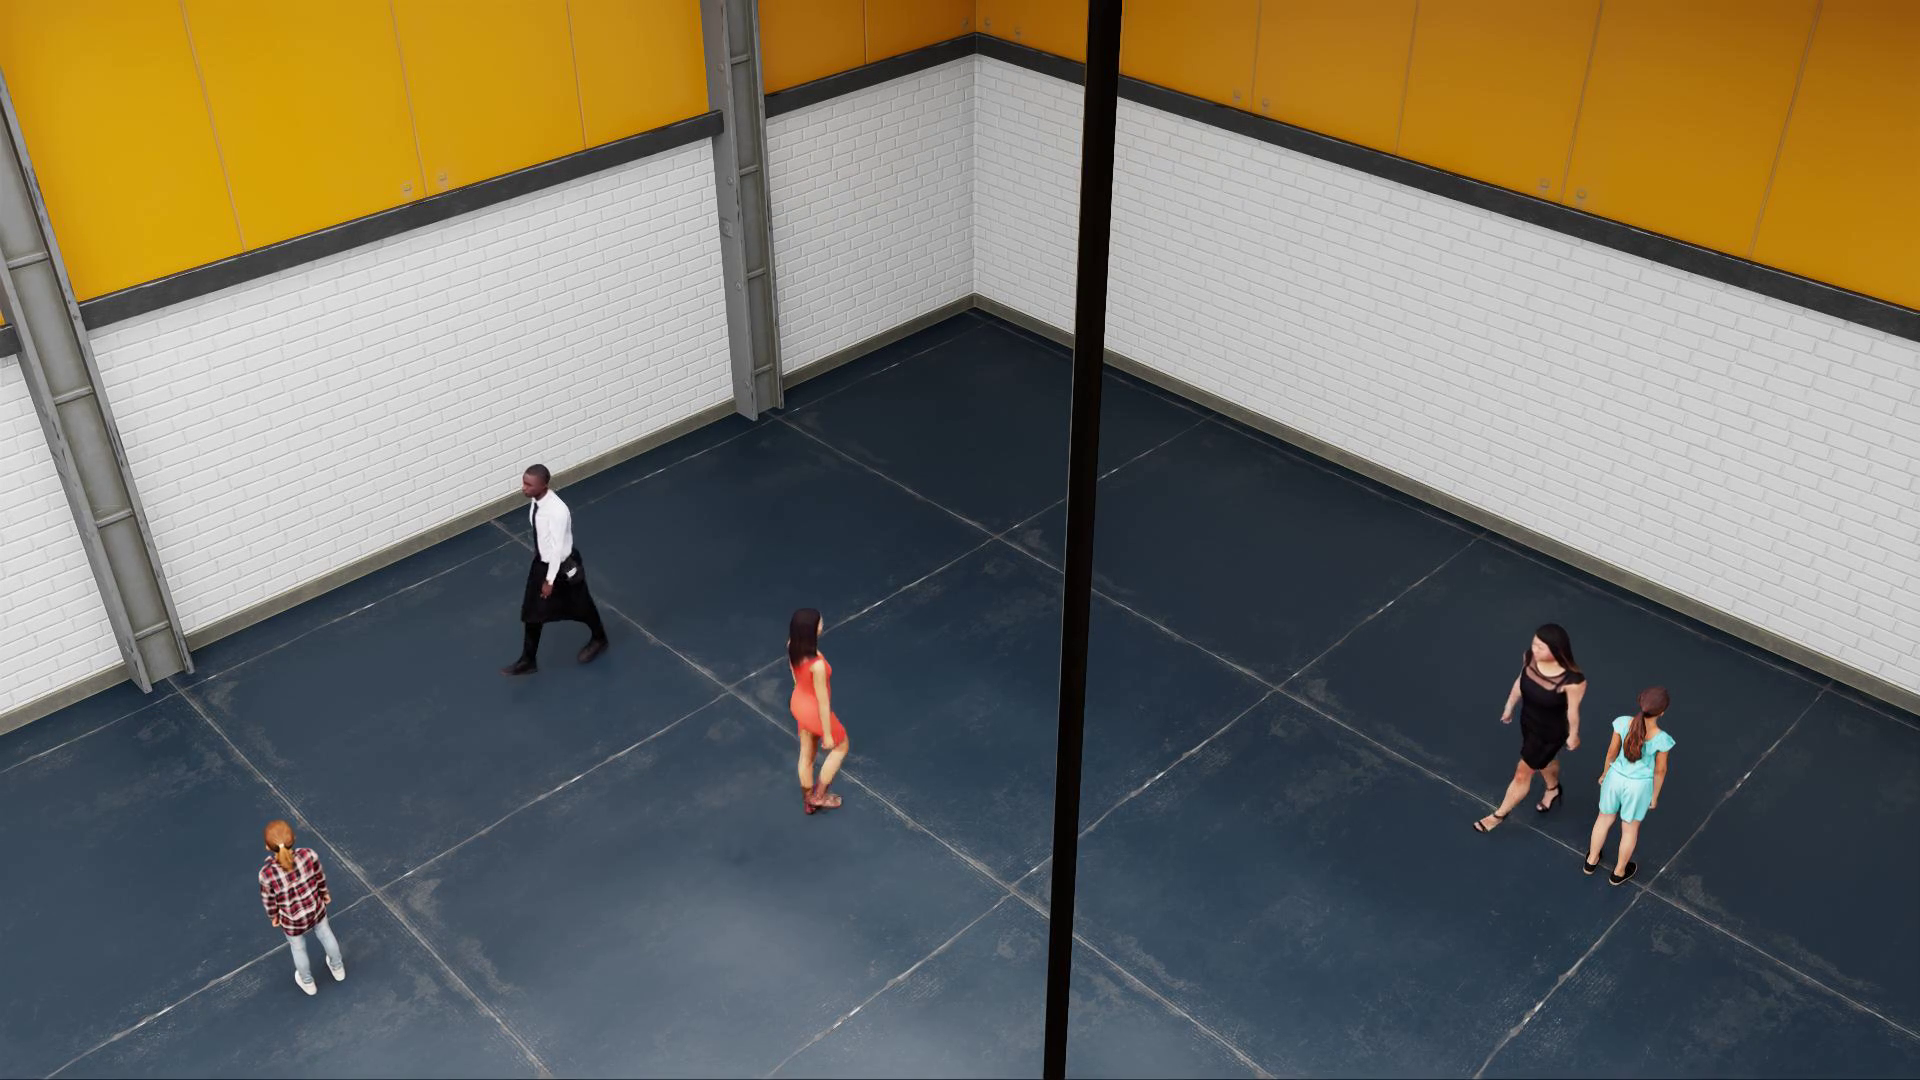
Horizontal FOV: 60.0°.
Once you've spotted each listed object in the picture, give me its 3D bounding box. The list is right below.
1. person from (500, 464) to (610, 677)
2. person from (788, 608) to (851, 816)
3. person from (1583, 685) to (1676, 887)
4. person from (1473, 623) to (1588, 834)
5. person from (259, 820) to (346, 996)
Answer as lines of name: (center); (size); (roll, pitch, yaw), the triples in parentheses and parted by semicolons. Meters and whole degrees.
person: (-2.959, 0.194, 12.640); (1.122, 1.799, 0.672); (-27, 42, -34)
person: (-1.054, 1.206, 11.197); (0.598, 1.711, 0.642); (-24, 40, -31)
person: (4.342, 1.572, 10.786); (0.561, 1.558, 0.539); (25, 41, 32)
person: (3.987, 1.250, 11.166); (1.105, 1.673, 0.897); (-13, 36, -19)
person: (-3.986, 2.213, 10.051); (0.461, 1.303, 0.602); (-24, 41, -32)
